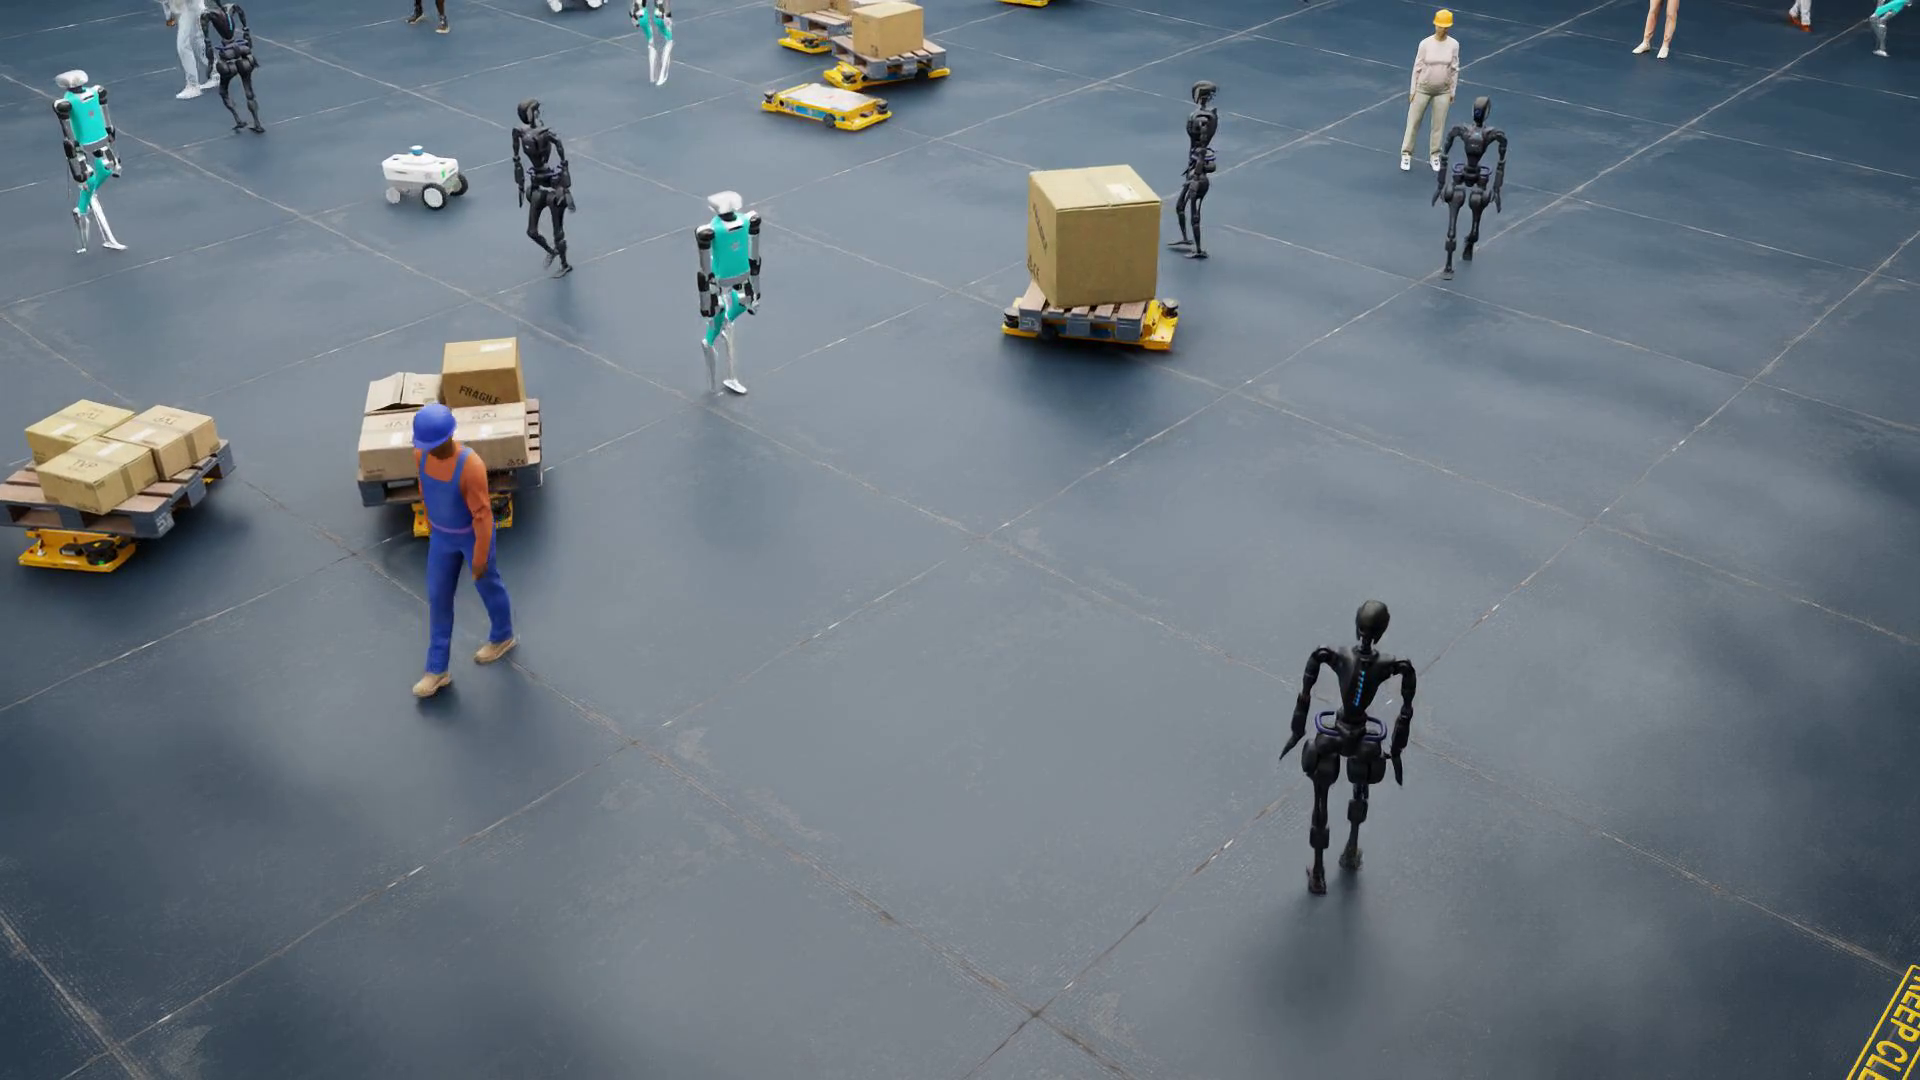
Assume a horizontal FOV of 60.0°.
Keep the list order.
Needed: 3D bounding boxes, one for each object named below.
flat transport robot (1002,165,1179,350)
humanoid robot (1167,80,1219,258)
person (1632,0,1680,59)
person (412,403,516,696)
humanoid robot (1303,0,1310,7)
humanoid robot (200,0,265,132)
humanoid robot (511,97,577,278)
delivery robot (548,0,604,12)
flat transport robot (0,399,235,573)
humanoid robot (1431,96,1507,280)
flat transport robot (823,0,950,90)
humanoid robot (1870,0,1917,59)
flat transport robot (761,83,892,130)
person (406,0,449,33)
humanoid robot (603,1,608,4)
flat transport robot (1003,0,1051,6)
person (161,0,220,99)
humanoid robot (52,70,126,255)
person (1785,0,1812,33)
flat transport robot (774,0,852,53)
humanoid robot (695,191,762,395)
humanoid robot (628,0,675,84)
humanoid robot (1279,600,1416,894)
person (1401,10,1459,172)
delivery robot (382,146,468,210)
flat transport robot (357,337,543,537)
[{"bbox_3d":[1.118,-1.890,14.198,1.431,0.231,0.659,7,33,11],"label":"flat transport robot"},{"bbox_3d":[2.142,-3.391,15.277,0.406,1.657,0.598,1,32,2],"label":"humanoid robot"},{"bbox_3d":[8.957,-7.059,20.999,0.508,1.874,0.351,26,40,35],"label":"person"},{"bbox_3d":[-2.964,0.043,9.588,0.580,1.855,0.888,12,34,19],"label":"person"},{"bbox_3d":[4.897,-8.419,23.416,0.609,1.636,0.732,7,33,11],"label":"humanoid robot"},{"bbox_3d":[-8.053,-5.339,18.412,0.388,1.649,0.599,22,38,31],"label":"humanoid robot"},{"bbox_3d":[-3.700,-3.160,14.916,0.612,1.644,0.350,12,34,19],"label":"humanoid robot"},{"bbox_3d":[-5.407,-7.737,23.343,0.797,0.595,0.499,-11,33,-17],"label":"delivery robot"},{"bbox_3d":[-5.798,-0.238,11.537,0.659,0.231,1.431,5,32,7],"label":"flat transport robot"},{"bbox_3d":[4.598,-3.219,15.014,0.611,1.635,0.635,10,33,16],"label":"humanoid robot"},{"bbox_3d":[-0.906,-5.803,20.498,1.431,0.231,0.659,-16,35,-24],"label":"flat transport robot"},{"bbox_3d":[11.891,-6.944,20.994,0.735,1.817,0.553,22,38,31],"label":"humanoid robot"},{"bbox_3d":[-1.551,-5.025,19.246,1.431,0.231,0.659,21,38,30],"label":"flat transport robot"},{"bbox_3d":[-7.191,-7.781,22.116,0.828,1.929,0.558,10,33,16],"label":"person"},{"bbox_3d":[-5.410,-8.436,23.369,0.874,1.773,0.539,9,33,15],"label":"humanoid robot"},{"bbox_3d":[1.214,-7.978,24.000,0.659,0.231,1.431,17,36,26],"label":"flat transport robot"},{"bbox_3d":[-9.217,-6.198,19.632,0.599,1.865,0.832,23,39,33],"label":"person"},{"bbox_3d":[-8.100,-3.404,15.353,0.748,1.905,0.546,13,34,20],"label":"humanoid robot"},{"bbox_3d":[11.399,-7.726,22.138,0.558,1.809,0.608,-9,33,-14],"label":"person"},{"bbox_3d":[-1.654,-6.693,21.932,0.659,0.231,1.431,27,41,36],"label":"flat transport robot"},{"bbox_3d":[-1.855,-1.838,12.819,0.543,1.874,0.767,-22,38,-31],"label":"humanoid robot"},{"bbox_3d":[-3.703,-6.357,20.079,0.553,1.879,0.651,4,32,7],"label":"humanoid robot"},{"bbox_3d":[1.895,1.015,8.191,0.608,1.646,0.377,6,32,9],"label":"humanoid robot"},{"bbox_3d":[4.931,-4.682,17.350,0.462,1.689,0.339,3,32,5],"label":"person"},{"bbox_3d":[-5.408,-3.668,16.799,0.781,0.605,0.499,7,33,11],"label":"delivery robot"},{"bbox_3d":[-3.591,-0.474,11.917,0.659,0.231,1.431,-6,32,-10],"label":"flat transport robot"}]
